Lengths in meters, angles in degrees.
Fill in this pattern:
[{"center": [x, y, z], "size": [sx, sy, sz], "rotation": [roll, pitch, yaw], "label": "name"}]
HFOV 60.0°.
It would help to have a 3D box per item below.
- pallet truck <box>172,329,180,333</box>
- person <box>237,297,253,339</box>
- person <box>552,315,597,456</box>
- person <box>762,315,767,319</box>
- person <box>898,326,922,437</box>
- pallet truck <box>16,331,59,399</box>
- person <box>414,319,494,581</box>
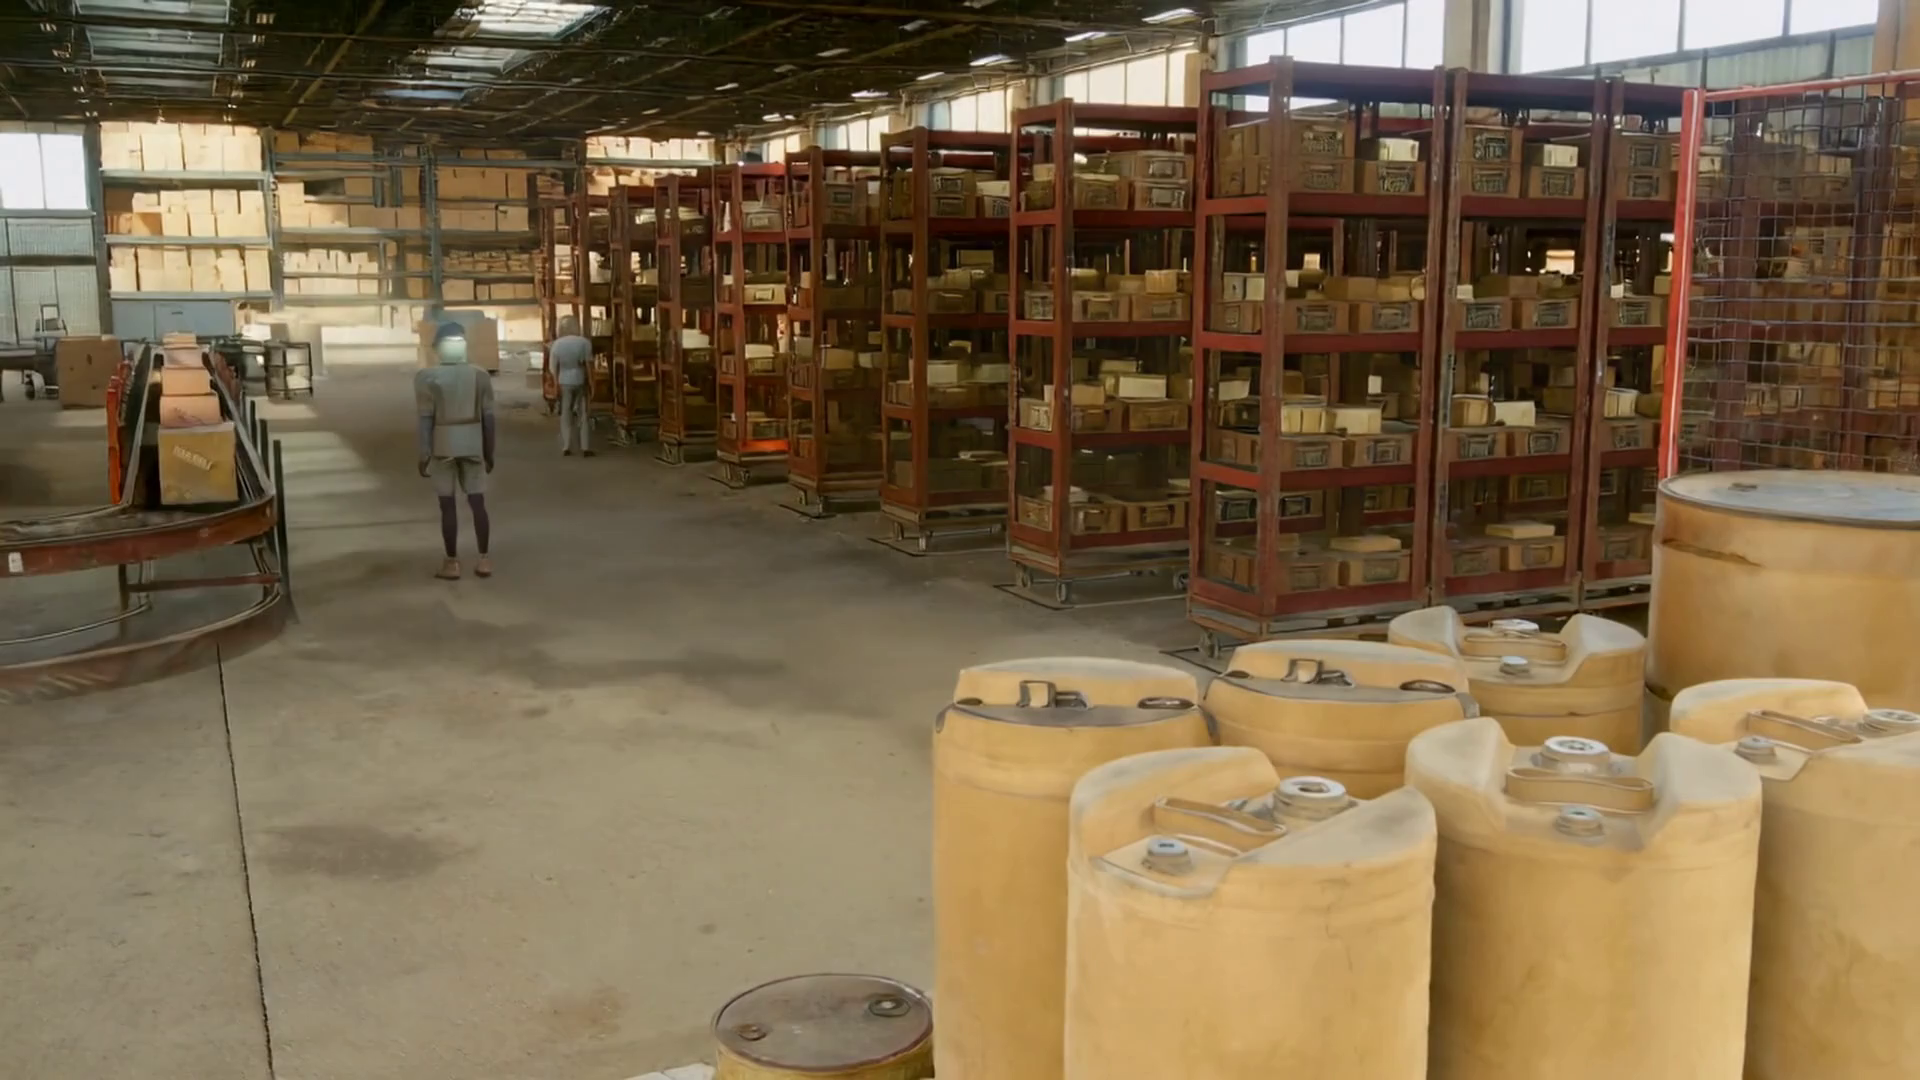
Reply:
[{"center": [-17.275, -3.851, 35.096], "size": [1.601, 1.201, 0.680], "rotation": [0, 9, 1], "label": "pallet truck"}, {"center": [-18.282, -5.320, 42.540], "size": [0.327, 1.769, 0.525], "rotation": [3, 10, 18], "label": "person"}, {"center": [-5.059, -2.018, 21.809], "size": [0.567, 1.845, 0.386], "rotation": [2, 9, 12], "label": "person"}, {"center": [-5.343, -5.894, 45.449], "size": [0.621, 1.974, 0.427], "rotation": [6, 11, 33], "label": "person"}, {"center": [-0.561, -1.596, 19.223], "size": [0.404, 1.836, 0.590], "rotation": [2, 9, 13], "label": "person"}, {"center": [-17.082, -3.353, 31.781], "size": [1.630, 1.274, 0.653], "rotation": [-4, 10, -25], "label": "pallet truck"}, {"center": [-3.959, -0.702, 13.030], "size": [0.609, 2.043, 0.397], "rotation": [-6, 11, -34], "label": "person"}]
